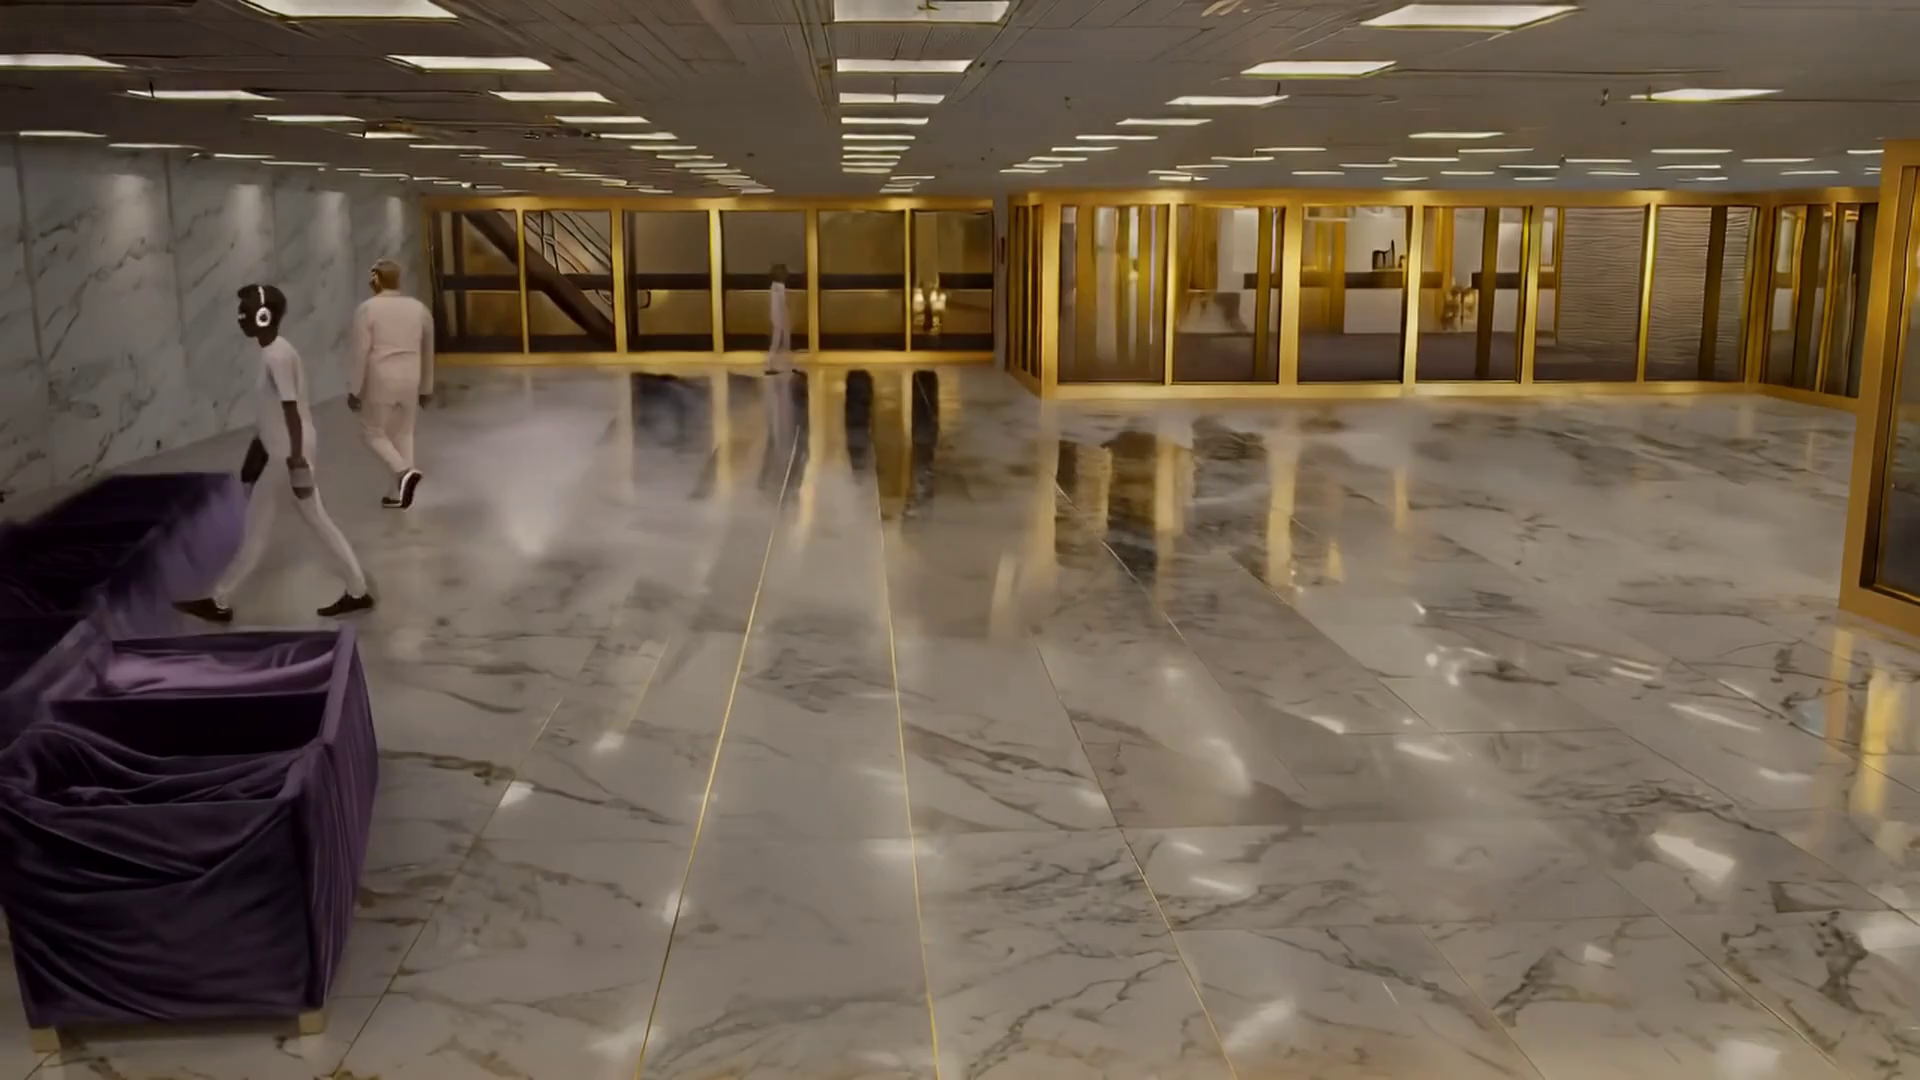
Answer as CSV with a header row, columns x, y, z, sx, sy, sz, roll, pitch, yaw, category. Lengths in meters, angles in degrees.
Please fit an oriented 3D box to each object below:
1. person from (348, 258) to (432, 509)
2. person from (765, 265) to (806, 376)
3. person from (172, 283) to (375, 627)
x,y,z,sx,sy,sz,roll,pitch,yaw,category
-4.218,-1.146,12.393,0.642,1.891,0.662,8,13,39,person
-2.523,-3.192,24.192,0.752,1.599,0.517,-4,11,-21,person
-3.649,-0.440,8.821,1.018,1.815,0.506,-3,11,-17,person
